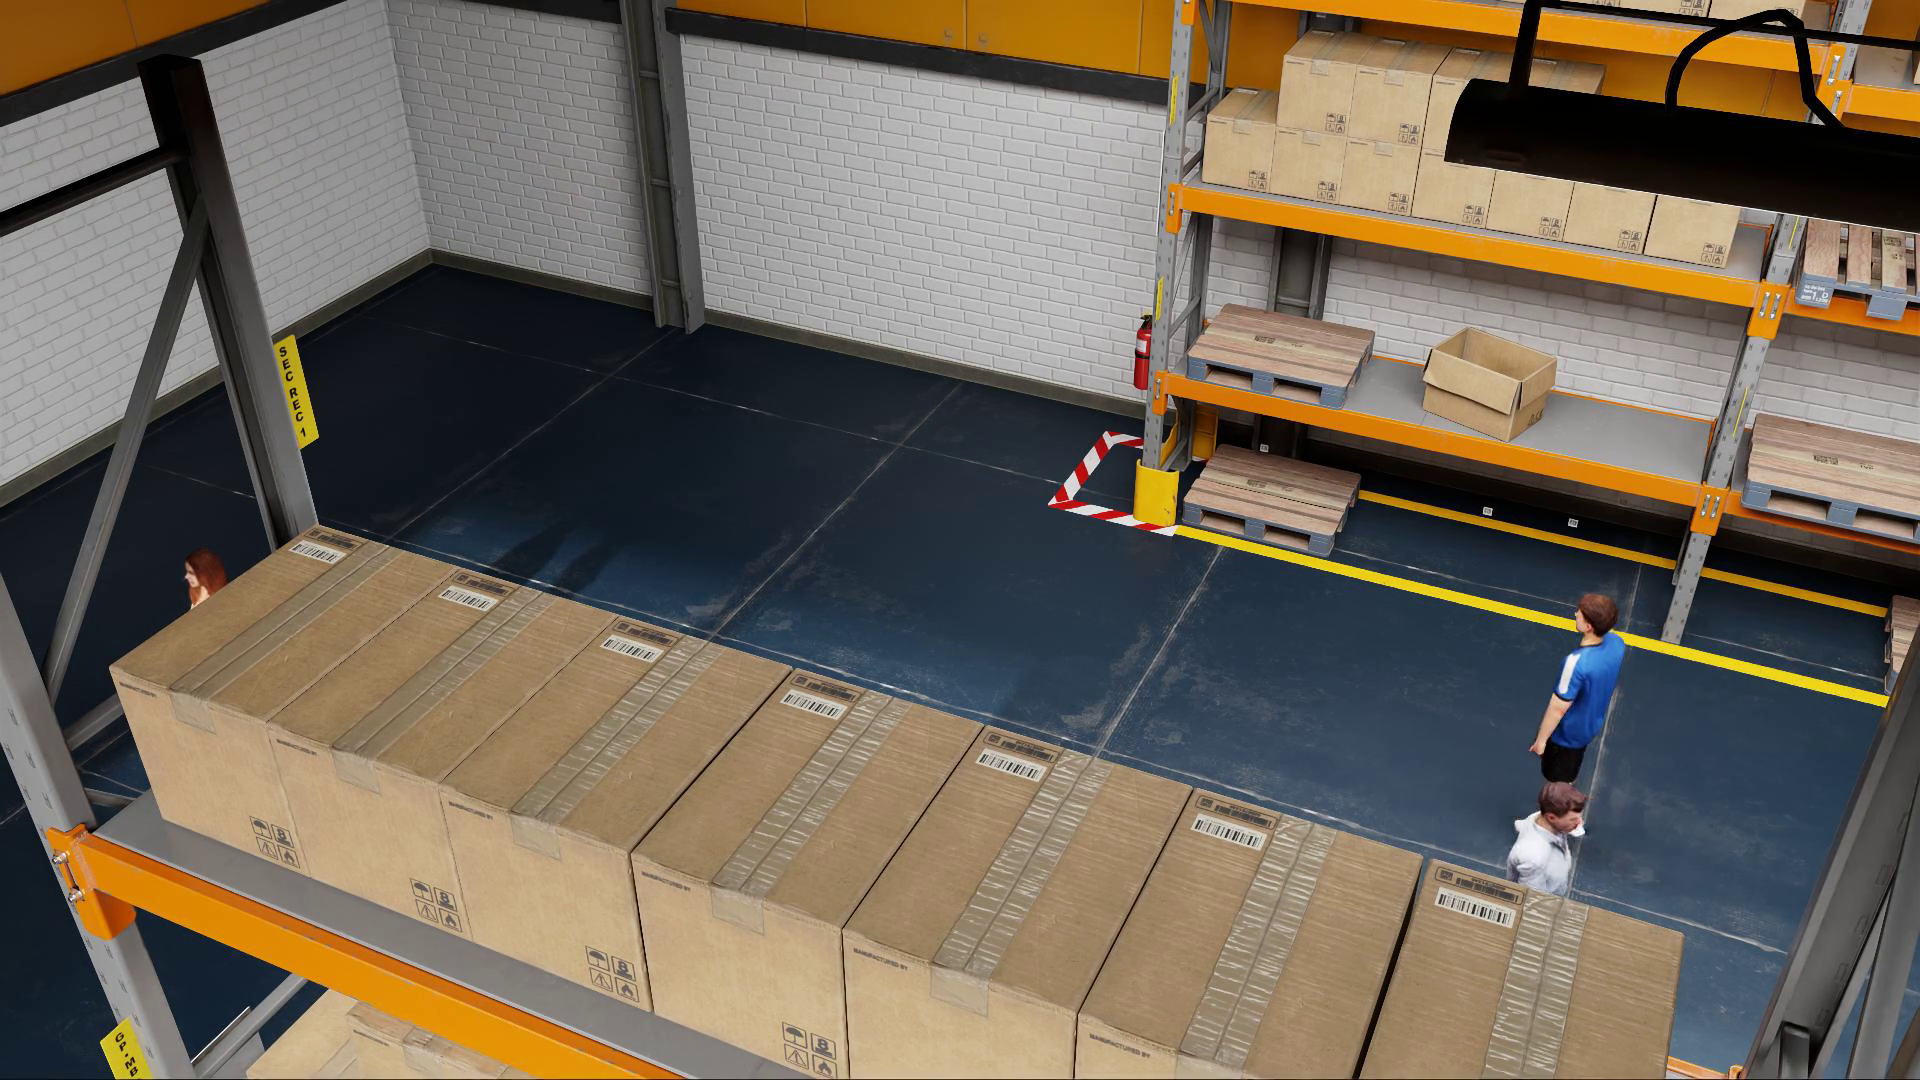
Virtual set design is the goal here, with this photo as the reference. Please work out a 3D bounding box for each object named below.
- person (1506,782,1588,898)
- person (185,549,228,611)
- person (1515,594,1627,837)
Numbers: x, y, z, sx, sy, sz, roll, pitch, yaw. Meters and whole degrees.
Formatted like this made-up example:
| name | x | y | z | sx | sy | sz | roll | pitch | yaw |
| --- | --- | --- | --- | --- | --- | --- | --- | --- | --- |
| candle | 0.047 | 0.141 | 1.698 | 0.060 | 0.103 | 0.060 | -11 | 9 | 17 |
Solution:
| name | x | y | z | sx | sy | sz | roll | pitch | yaw |
| --- | --- | --- | --- | --- | --- | --- | --- | --- | --- |
| person | 2.815 | 1.944 | 8.524 | 1.091 | 1.827 | 0.728 | 19 | 38 | 26 |
| person | -4.530 | 0.788 | 10.351 | 0.497 | 1.729 | 0.676 | 21 | 39 | 29 |
| person | 3.663 | 1.126 | 9.727 | 0.783 | 1.857 | 0.794 | -29 | 43 | -36 |
